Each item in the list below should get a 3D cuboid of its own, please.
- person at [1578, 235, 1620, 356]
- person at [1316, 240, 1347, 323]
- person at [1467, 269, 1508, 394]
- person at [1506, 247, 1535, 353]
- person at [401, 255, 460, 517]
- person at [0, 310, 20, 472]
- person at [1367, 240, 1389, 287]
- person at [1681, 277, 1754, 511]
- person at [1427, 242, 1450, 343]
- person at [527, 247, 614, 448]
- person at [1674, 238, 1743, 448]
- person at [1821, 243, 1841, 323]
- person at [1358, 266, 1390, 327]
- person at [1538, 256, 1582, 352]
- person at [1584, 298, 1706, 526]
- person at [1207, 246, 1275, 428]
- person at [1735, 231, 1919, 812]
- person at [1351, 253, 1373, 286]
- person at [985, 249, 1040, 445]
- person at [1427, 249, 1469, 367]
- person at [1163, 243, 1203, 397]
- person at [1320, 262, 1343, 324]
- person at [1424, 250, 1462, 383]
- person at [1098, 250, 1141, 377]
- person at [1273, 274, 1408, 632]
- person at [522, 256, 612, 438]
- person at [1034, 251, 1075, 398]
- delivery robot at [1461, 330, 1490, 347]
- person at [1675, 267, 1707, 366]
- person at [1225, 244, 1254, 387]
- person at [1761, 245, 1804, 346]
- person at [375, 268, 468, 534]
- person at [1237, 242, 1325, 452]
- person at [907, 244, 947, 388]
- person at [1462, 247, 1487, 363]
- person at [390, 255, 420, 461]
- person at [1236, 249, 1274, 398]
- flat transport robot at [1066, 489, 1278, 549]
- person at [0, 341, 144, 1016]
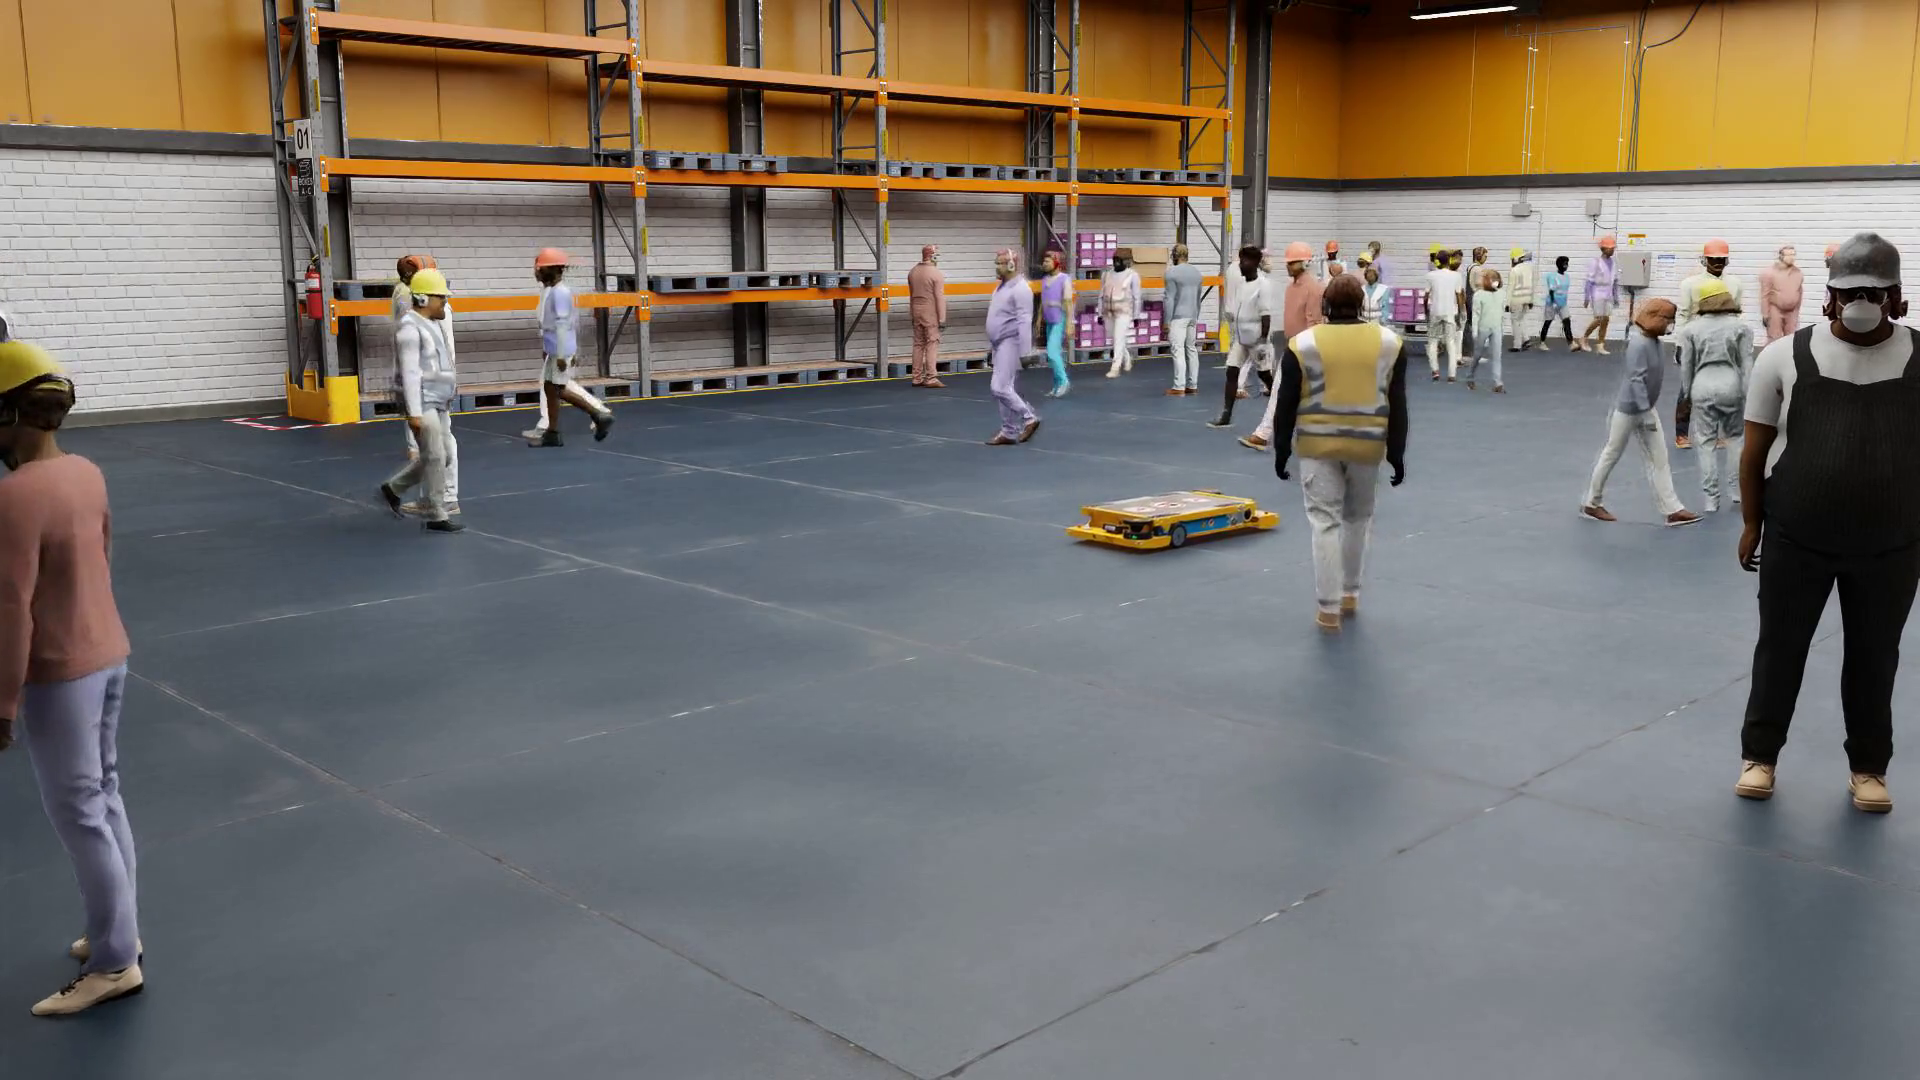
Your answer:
[{"bbox_3d":[10.766,-4.089,27.889,0.648,2.020,0.536,-6,12,-28],"label":"person"},{"bbox_3d":[6.695,-4.438,30.055,0.543,1.928,0.373,4,11,22],"label":"person"},{"bbox_3d":[6.821,-2.701,21.503,0.514,1.589,0.870,-2,11,-9],"label":"person"},{"bbox_3d":[9.589,-4.112,28.552,0.640,1.821,0.423,-7,12,-32],"label":"person"},{"bbox_3d":[-3.844,-1.105,12.005,0.356,1.883,0.572,-10,14,-43],"label":"person"},{"bbox_3d":[-6.487,-0.937,11.118,0.590,1.881,0.964,4,11,23],"label":"person"},{"bbox_3d":[7.324,-4.330,29.465,0.433,1.923,0.637,-2,11,-12],"label":"person"},{"bbox_3d":[5.611,-1.080,12.328,0.526,1.709,0.555,5,12,27],"label":"person"},{"bbox_3d":[8.712,-4.450,30.194,0.623,1.905,0.607,-4,11,-22],"label":"person"},{"bbox_3d":[-3.746,-1.823,15.840,0.745,1.916,0.548,-3,11,-15],"label":"person"},{"bbox_3d":[7.101,-1.855,15.784,0.622,1.992,0.394,0,10,-1],"label":"person"},{"bbox_3d":[10.904,-2.759,20.915,0.608,1.917,0.581,6,12,31],"label":"person"},{"bbox_3d":[5.794,-3.039,23.316,0.505,1.597,0.842,6,12,31],"label":"person"},{"bbox_3d":[10.410,-4.076,28.821,0.539,1.654,0.862,-5,11,-24],"label":"person"},{"bbox_3d":[4.774,-0.877,11.550,0.513,1.578,0.870,-9,13,-39],"label":"person"},{"bbox_3d":[3.101,-2.141,17.560,0.983,1.922,0.617,-6,12,-28],"label":"person"},{"bbox_3d":[3.108,-0.056,5.847,0.690,2.000,0.538,4,11,22],"label":"person"},{"bbox_3d":[6.240,-3.569,25.802,0.381,1.749,0.539,-10,14,-44],"label":"person"},{"bbox_3d":[0.446,-1.839,15.974,0.453,1.890,0.652,-3,11,-15],"label":"person"},{"bbox_3d":[7.568,-3.579,25.719,0.556,1.804,0.868,-1,10,-3],"label":"person"},{"bbox_3d":[2.804,-2.772,20.999,0.624,1.925,0.393,-9,14,-40],"label":"person"},{"bbox_3d":[5.629,-3.353,24.958,0.506,1.622,0.356,0,10,-1],"label":"person"},{"bbox_3d":[6.677,-3.087,23.016,0.517,1.826,0.654,1,10,6],"label":"person"},{"bbox_3d":[2.318,-3.279,24.051,0.628,1.821,0.838,8,13,36],"label":"person"},{"bbox_3d":[1.959,-0.468,8.697,0.661,1.814,0.784,0,10,2],"label":"person"},{"bbox_3d":[-3.978,-1.956,16.750,0.857,1.852,0.613,-5,12,-26],"label":"person"},{"bbox_3d":[1.182,-2.670,20.691,0.458,1.831,0.579,-5,12,-26],"label":"person"},{"bbox_3d":[8.658,-3.397,27.868,0.707,0.478,0.477,6,12,30],"label":"delivery robot"},{"bbox_3d":[11.500,-3.573,25.478,0.980,1.871,0.604,7,13,34],"label":"person"},{"bbox_3d":[3.744,-3.006,22.332,0.502,1.903,0.681,-4,11,-21],"label":"person"},{"bbox_3d":[11.413,-3.145,23.101,0.646,1.892,0.448,-1,10,-5],"label":"person"},{"bbox_3d":[-3.688,-0.932,11.282,0.589,1.812,0.595,0,10,2],"label":"person"},{"bbox_3d":[3.069,-1.763,15.380,0.985,1.944,0.626,-4,11,-22],"label":"person"},{"bbox_3d":[-0.407,-2.966,22.110,0.401,1.903,0.643,-10,14,-43],"label":"person"},{"bbox_3d":[8.222,-3.747,26.523,0.346,1.842,0.506,-1,10,-5],"label":"person"},{"bbox_3d":[-4.890,-1.633,14.986,0.429,1.846,0.630,-4,11,-20],"label":"person"},{"bbox_3d":[3.717,-2.641,20.488,0.749,1.854,0.725,3,11,16],"label":"person"},{"bbox_3d":[1.444,-0.154,11.211,1.431,0.197,0.652,-9,14,-41],"label":"flat transport robot"},{"bbox_3d":[-2.380,0.361,4.411,0.397,1.742,0.571,-1,10,-5],"label":"person"}]
